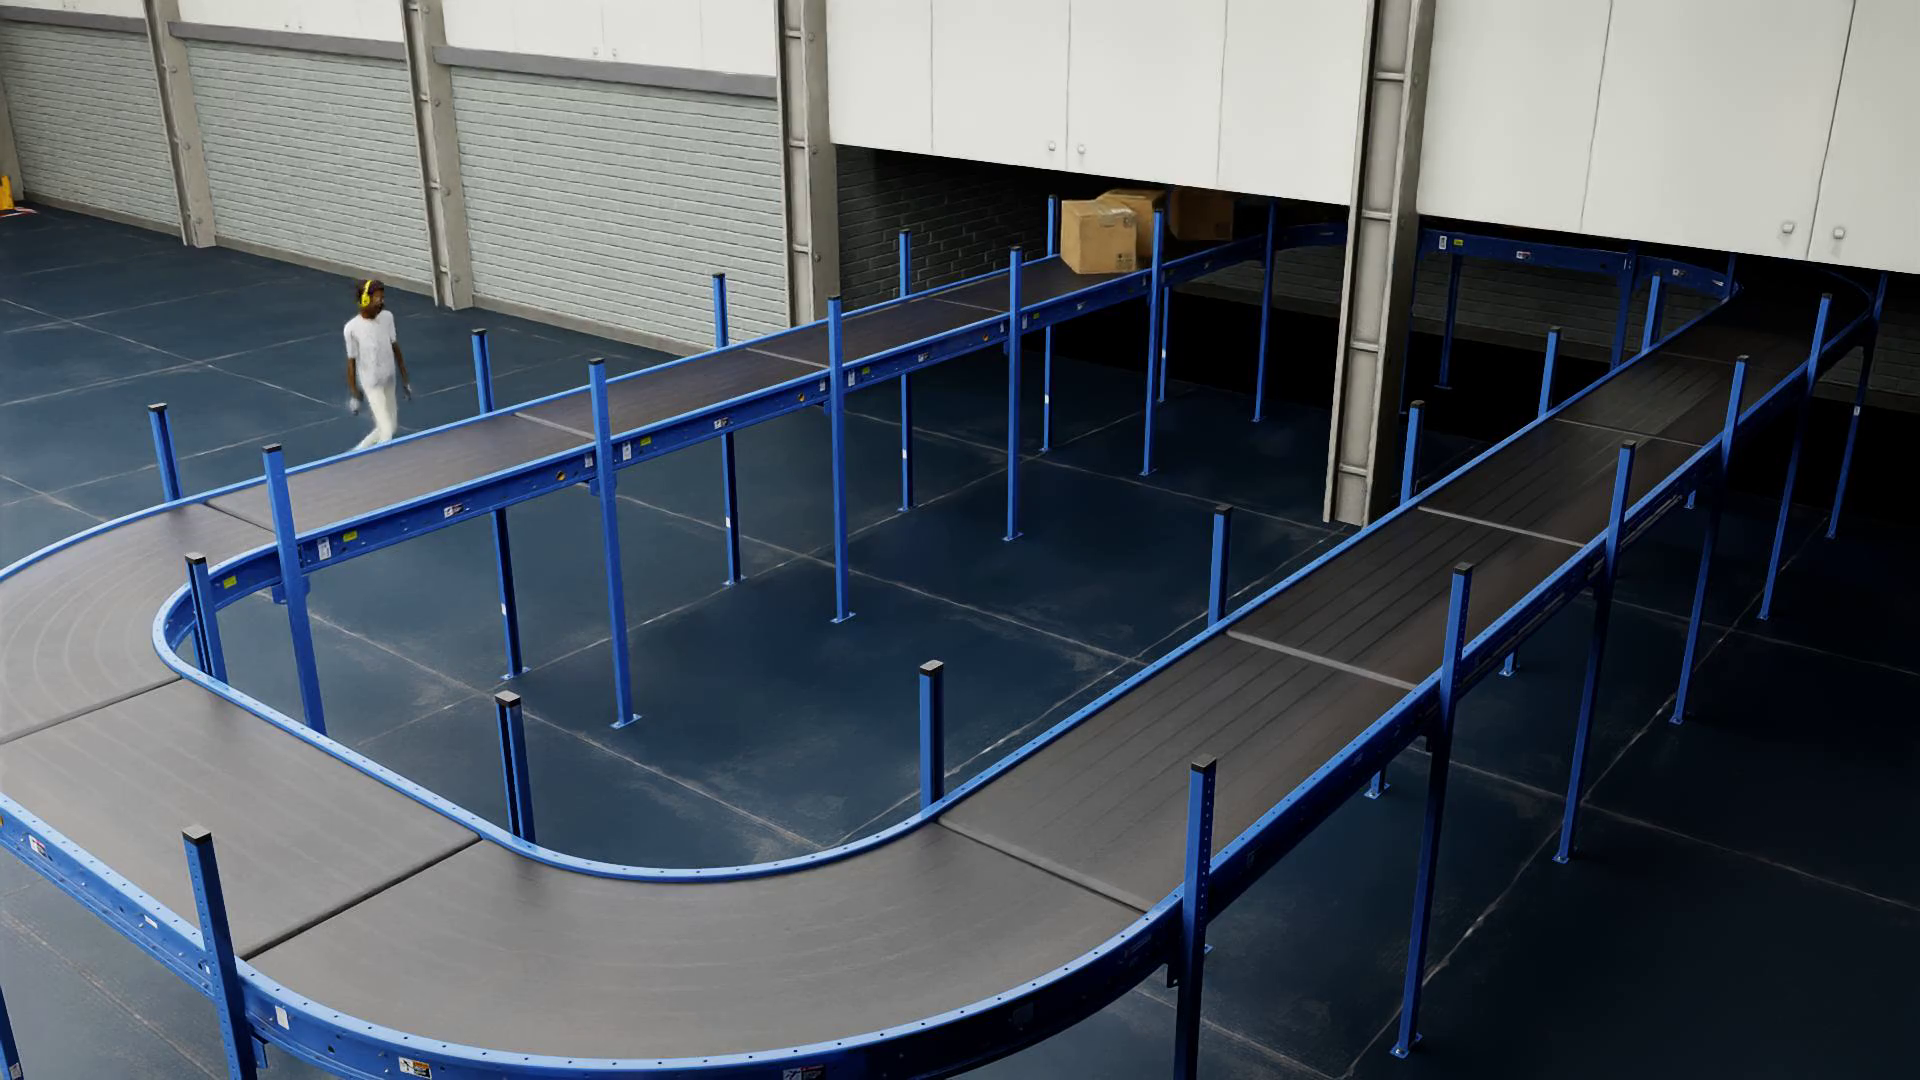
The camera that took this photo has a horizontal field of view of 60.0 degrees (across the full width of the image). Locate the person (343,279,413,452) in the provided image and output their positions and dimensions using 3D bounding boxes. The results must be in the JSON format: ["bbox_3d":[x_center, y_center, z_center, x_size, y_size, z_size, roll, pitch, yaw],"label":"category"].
[{"bbox_3d":[-4.916,-1.301,13.987,0.840,1.836,0.540,11,24,26],"label":"person"}]
